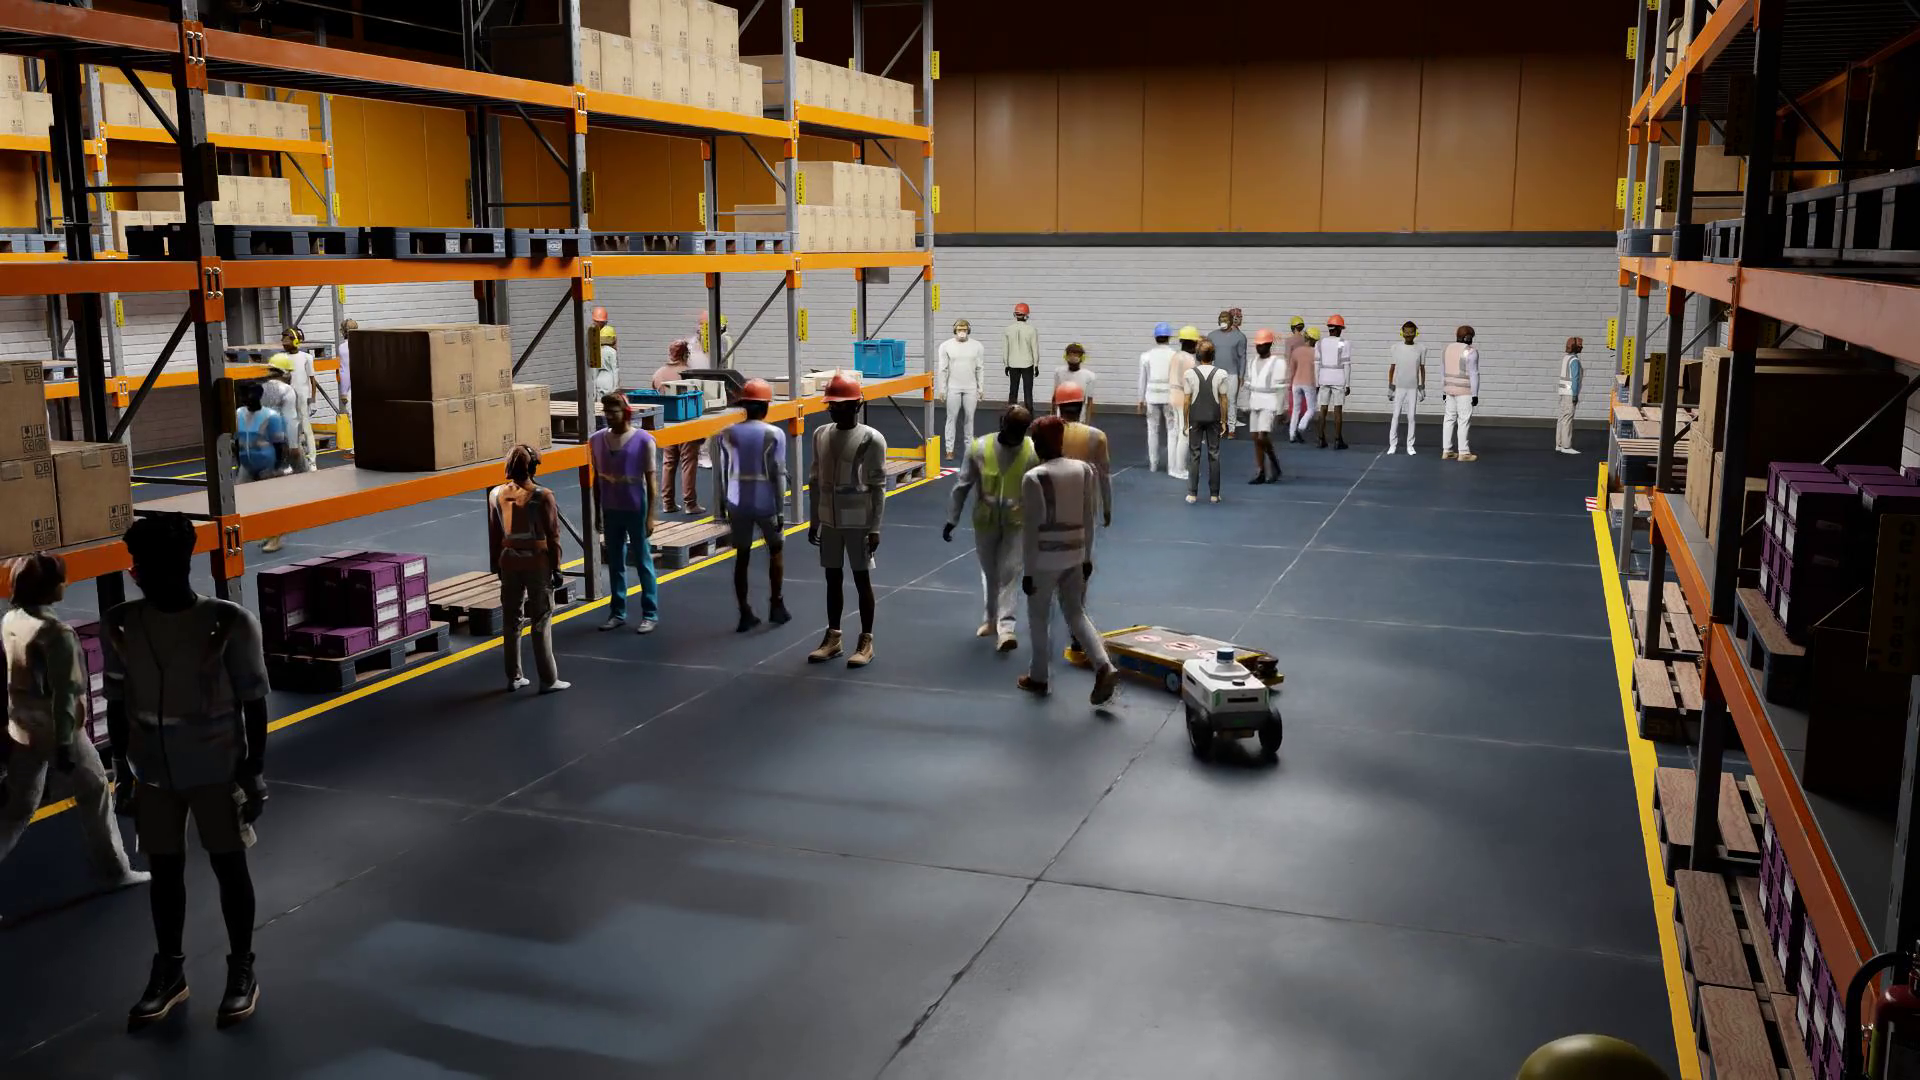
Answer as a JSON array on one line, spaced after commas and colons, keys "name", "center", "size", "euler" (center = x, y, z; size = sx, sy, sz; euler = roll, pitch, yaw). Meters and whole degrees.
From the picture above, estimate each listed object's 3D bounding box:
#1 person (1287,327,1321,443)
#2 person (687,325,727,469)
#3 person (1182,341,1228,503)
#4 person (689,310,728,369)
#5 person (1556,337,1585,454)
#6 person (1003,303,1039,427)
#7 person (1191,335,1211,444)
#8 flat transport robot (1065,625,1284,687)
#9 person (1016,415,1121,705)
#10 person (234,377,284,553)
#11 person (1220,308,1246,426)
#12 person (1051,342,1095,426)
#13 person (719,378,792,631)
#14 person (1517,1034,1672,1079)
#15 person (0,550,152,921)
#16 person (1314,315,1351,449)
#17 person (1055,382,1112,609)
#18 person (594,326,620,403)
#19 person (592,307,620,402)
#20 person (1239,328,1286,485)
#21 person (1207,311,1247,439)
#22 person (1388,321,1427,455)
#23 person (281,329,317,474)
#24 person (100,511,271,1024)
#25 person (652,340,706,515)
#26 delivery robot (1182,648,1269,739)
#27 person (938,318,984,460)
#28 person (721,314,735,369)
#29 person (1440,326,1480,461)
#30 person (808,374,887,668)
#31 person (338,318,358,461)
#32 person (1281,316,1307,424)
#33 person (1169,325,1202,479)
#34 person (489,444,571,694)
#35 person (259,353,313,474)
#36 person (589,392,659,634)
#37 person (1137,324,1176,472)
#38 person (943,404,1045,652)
[{"name": "person", "center": [5.029, -2.259, 24.422], "size": [0.599, 1.724, 0.570], "euler": [9, 14, 42]}, {"name": "person", "center": [-3.276, -1.869, 21.771], "size": [0.681, 1.880, 0.757], "euler": [-8, 13, -38]}, {"name": "person", "center": [2.777, -1.333, 18.878], "size": [0.507, 1.846, 0.343], "euler": [1, 10, 5]}, {"name": "person", "center": [-3.643, -2.329, 24.044], "size": [0.619, 2.011, 0.964], "euler": [-6, 12, -32]}, {"name": "person", "center": [8.582, -2.033, 23.403], "size": [0.315, 1.639, 0.515], "euler": [1, 10, 5]}, {"name": "person", "center": [0.995, -2.825, 26.855], "size": [0.610, 1.996, 0.379], "euler": [4, 11, 22]}, {"name": "person", "center": [3.488, -2.173, 24.225], "size": [0.533, 1.616, 0.380], "euler": [-8, 13, -37]}, {"name": "flat transport robot", "center": [1.435, 0.800, 11.300], "size": [0.652, 0.197, 1.431], "euler": [-8, 13, -39]}, {"name": "person", "center": [0.677, 0.135, 10.597], "size": [0.613, 1.858, 0.840], "euler": [-7, 12, -36]}, {"name": "person", "center": [-6.664, -0.709, 15.802], "size": [0.553, 1.676, 0.375], "euler": [2, 10, 14]}, {"name": "person", "center": [4.435, -2.797, 26.951], "size": [0.409, 1.907, 0.651], "euler": [-2, 10, -12]}, {"name": "person", "center": [1.240, -1.324, 18.816], "size": [0.557, 1.850, 0.373], "euler": [4, 11, 20]}, {"name": "person", "center": [-1.557, -0.277, 12.740], "size": [0.556, 1.912, 0.655], "euler": [2, 10, 10]}, {"name": "person", "center": [0.806, 1.573, 2.288], "size": [0.594, 1.922, 0.386], "euler": [-2, 10, -12]}, {"name": "person", "center": [-4.039, 0.851, 7.264], "size": [0.524, 1.610, 0.817], "euler": [7, 12, 33]}, {"name": "person", "center": [5.359, -2.265, 23.892], "size": [0.542, 1.928, 0.374], "euler": [7, 12, 34]}, {"name": "person", "center": [0.887, -0.290, 12.933], "size": [0.583, 1.866, 1.042], "euler": [1, 10, 3]}, {"name": "person", "center": [-5.163, -2.265, 24.416], "size": [0.492, 1.742, 0.321], "euler": [8, 13, 36]}, {"name": "person", "center": [-5.443, -2.520, 25.168], "size": [0.609, 1.986, 0.391], "euler": [-7, 12, -35]}, {"name": "person", "center": [3.680, -1.622, 20.286], "size": [0.390, 1.923, 0.559], "euler": [-7, 12, -35]}, {"name": "person", "center": [4.001, -2.490, 25.129], "size": [0.638, 1.938, 0.357], "euler": [4, 11, 21]}, {"name": "person", "center": [6.251, -2.121, 23.245], "size": [0.513, 1.871, 0.329], "euler": [2, 10, 12]}, {"name": "person", "center": [-8.469, -1.763, 21.256], "size": [0.518, 1.862, 0.323], "euler": [3, 10, 14]}, {"name": "person", "center": [-2.898, 0.854, 6.241], "size": [0.608, 1.959, 0.384], "euler": [0, 10, 0]}, {"name": "person", "center": [-3.037, -1.226, 18.144], "size": [0.634, 1.900, 0.401], "euler": [6, 12, 31]}, {"name": "delivery robot", "center": [1.554, 0.878, 9.794], "size": [0.477, 0.478, 0.707], "euler": [-2, 10, -9]}, {"name": "person", "center": [0.019, -2.047, 22.640], "size": [0.635, 1.936, 0.354], "euler": [-2, 10, -9]}, {"name": "person", "center": [-3.822, -2.708, 26.659], "size": [0.404, 1.830, 0.601], "euler": [-5, 11, -26]}, {"name": "person", "center": [6.826, -1.997, 22.646], "size": [0.429, 1.834, 0.634], "euler": [-6, 12, -29]}, {"name": "person", "center": [-0.801, -0.134, 11.569], "size": [0.608, 2.044, 0.370], "euler": [5, 11, 28]}, {"name": "person", "center": [-8.231, -2.048, 22.667], "size": [0.356, 1.931, 0.630], "euler": [2, 10, 13]}, {"name": "person", "center": [5.488, -2.767, 27.177], "size": [0.525, 1.769, 0.310], "euler": [-6, 12, -29]}, {"name": "person", "center": [2.828, -1.724, 20.851], "size": [0.384, 1.923, 0.594], "euler": [-3, 10, -14]}, {"name": "person", "center": [-2.824, 0.193, 10.857], "size": [0.514, 1.642, 0.310], "euler": [4, 11, 20]}, {"name": "person", "center": [-6.975, -1.049, 17.373], "size": [0.628, 1.803, 0.706], "euler": [7, 12, 33]}, {"name": "person", "center": [-2.528, -0.209, 12.587], "size": [0.565, 1.837, 0.390], "euler": [4, 11, 21]}, {"name": "person", "center": [2.592, -1.803, 21.425], "size": [0.610, 1.911, 0.629], "euler": [4, 11, 20]}, {"name": "person", "center": [0.275, -0.100, 12.115], "size": [0.734, 1.772, 0.975], "euler": [2, 10, 9]}]
